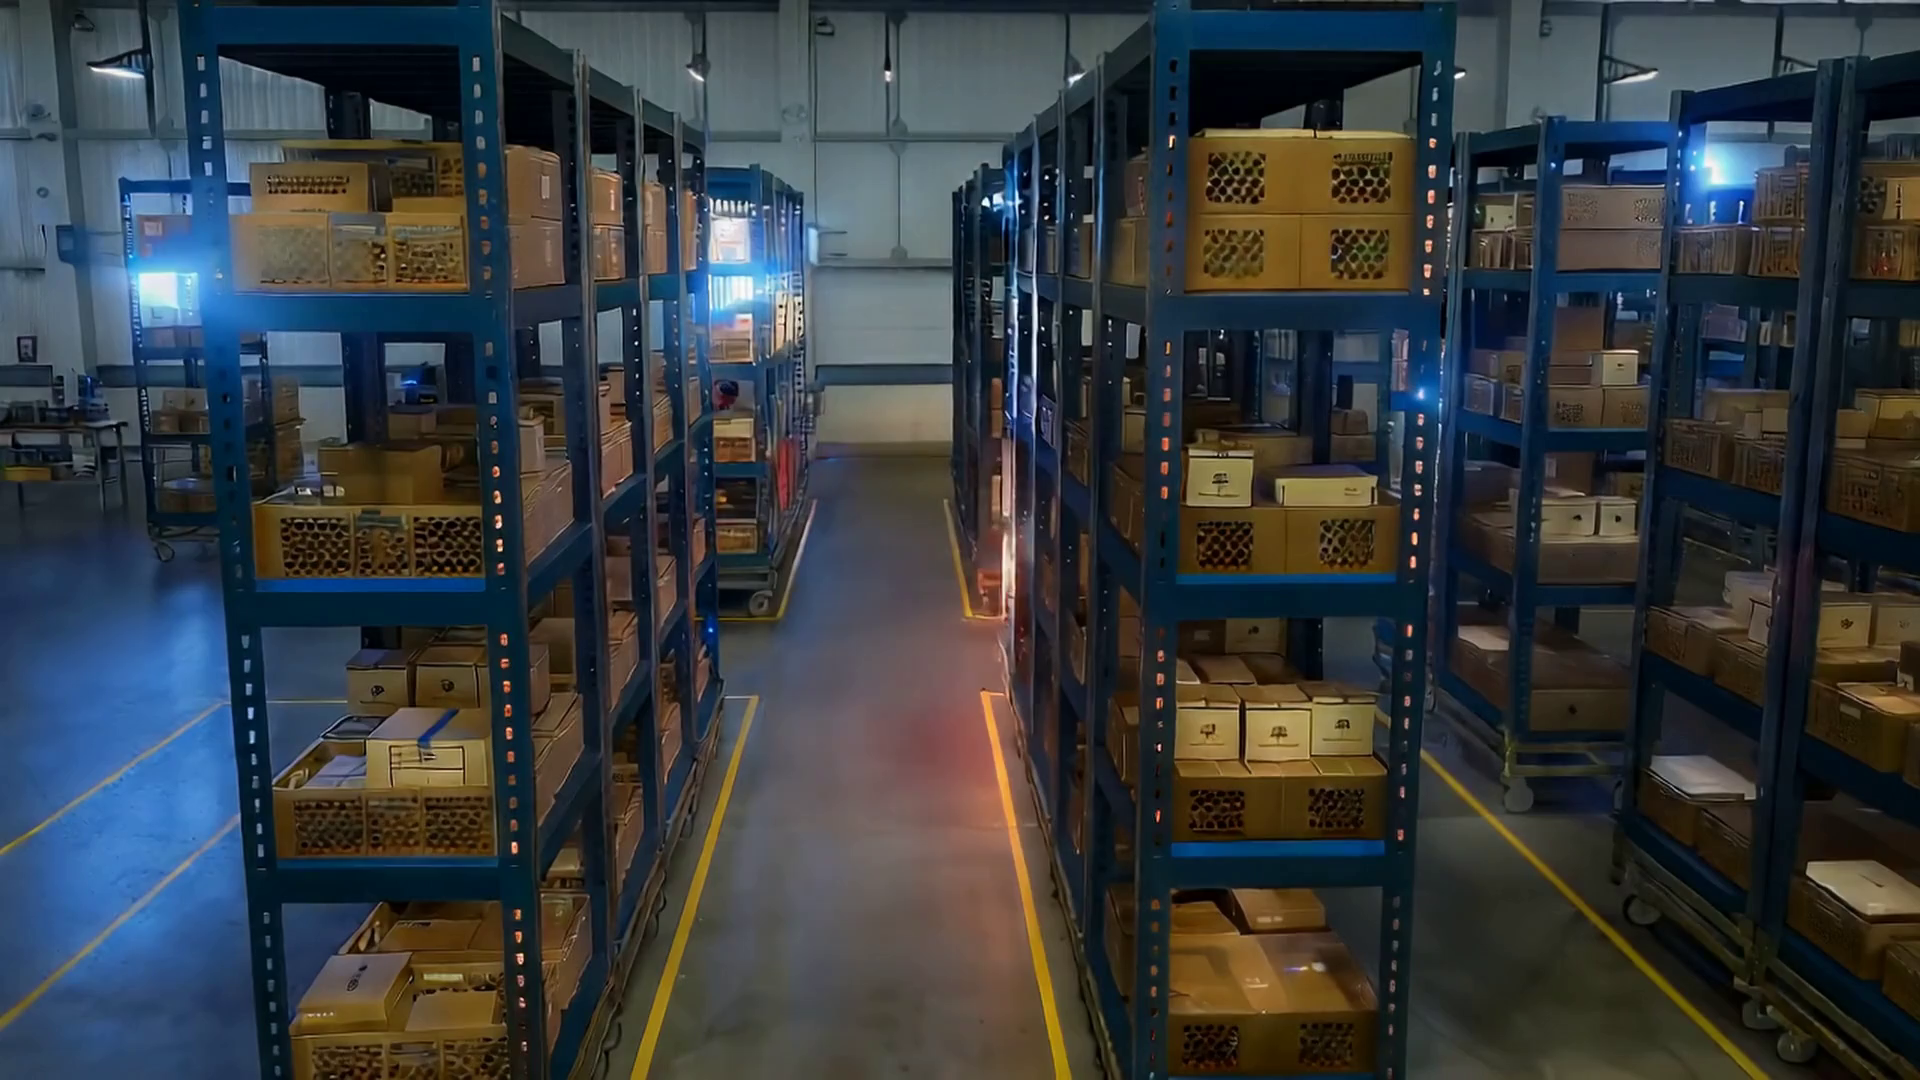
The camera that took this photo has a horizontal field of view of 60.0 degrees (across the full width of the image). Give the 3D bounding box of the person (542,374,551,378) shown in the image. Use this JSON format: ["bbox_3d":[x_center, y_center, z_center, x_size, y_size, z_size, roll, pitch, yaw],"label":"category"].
[{"bbox_3d":[-3.067,-0.208,12.357,0.376,2.044,0.608,-3,10,-16],"label":"person"}]
